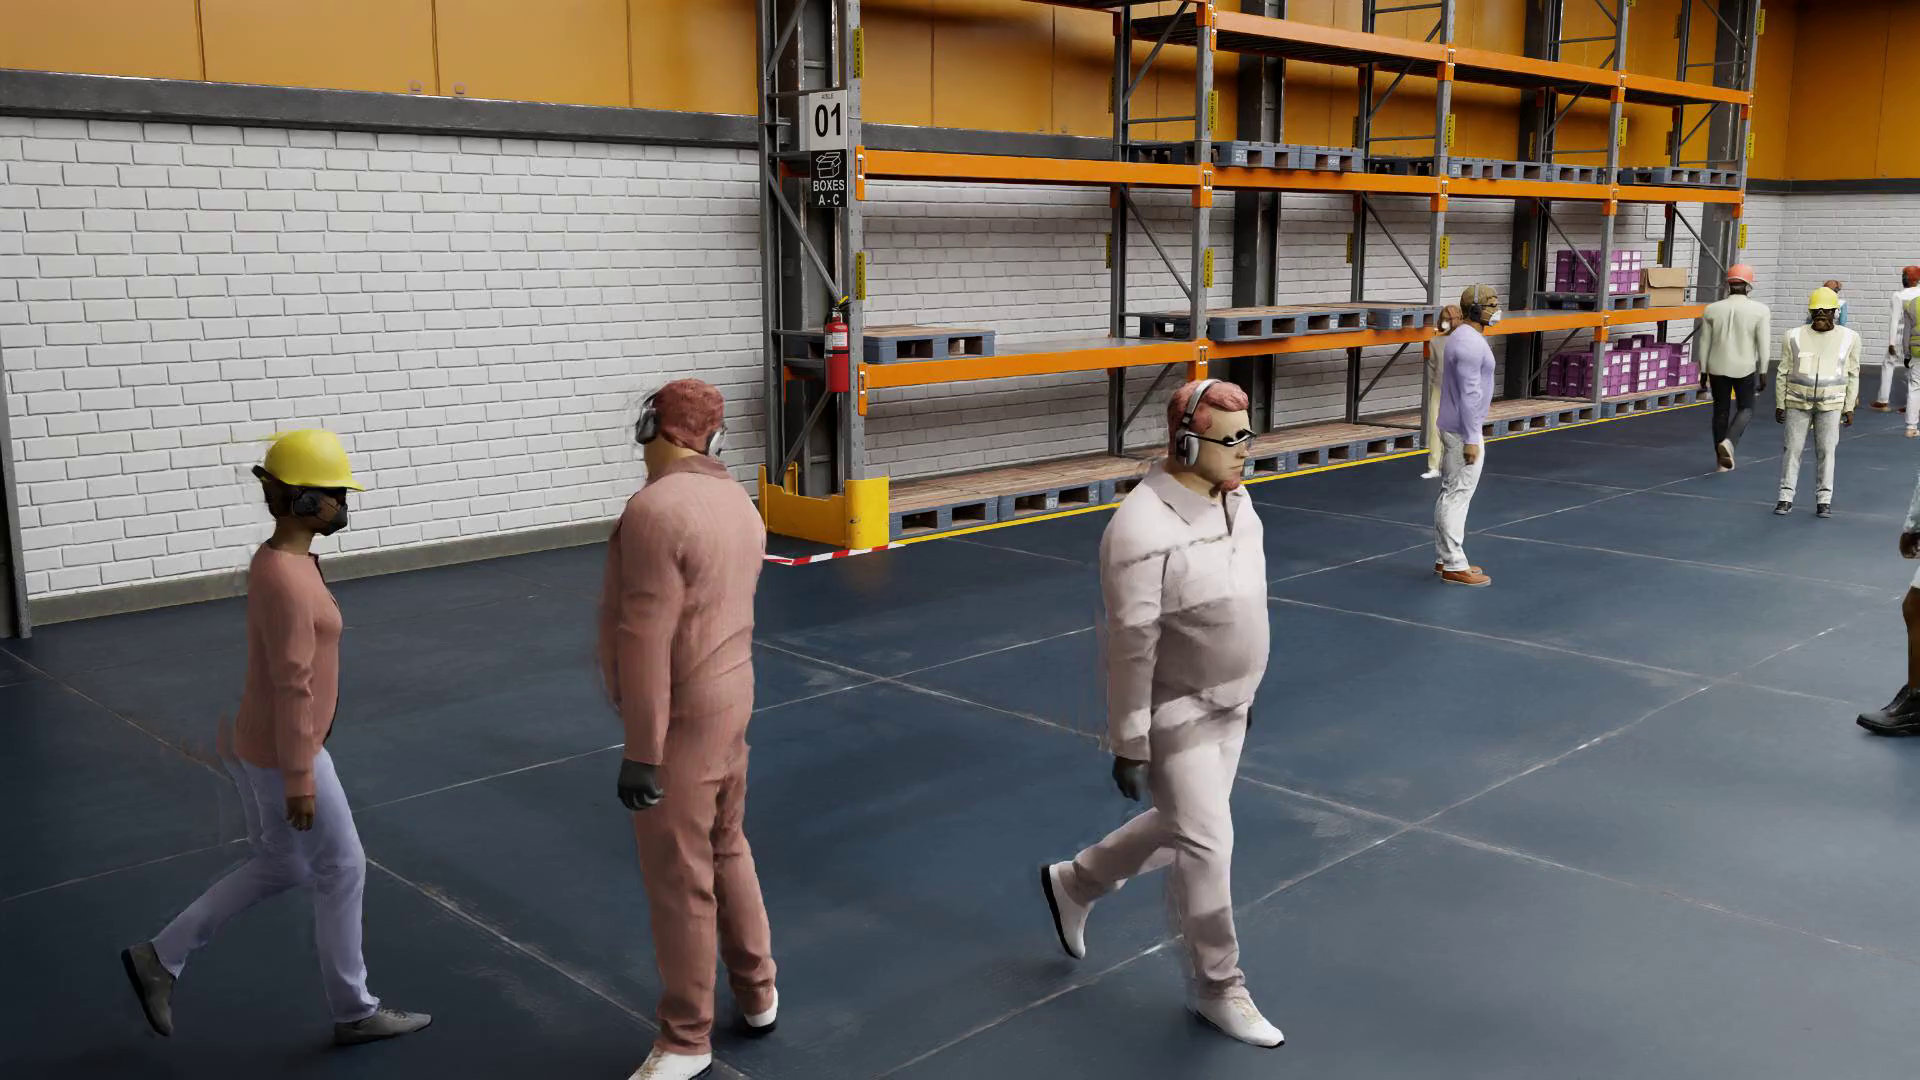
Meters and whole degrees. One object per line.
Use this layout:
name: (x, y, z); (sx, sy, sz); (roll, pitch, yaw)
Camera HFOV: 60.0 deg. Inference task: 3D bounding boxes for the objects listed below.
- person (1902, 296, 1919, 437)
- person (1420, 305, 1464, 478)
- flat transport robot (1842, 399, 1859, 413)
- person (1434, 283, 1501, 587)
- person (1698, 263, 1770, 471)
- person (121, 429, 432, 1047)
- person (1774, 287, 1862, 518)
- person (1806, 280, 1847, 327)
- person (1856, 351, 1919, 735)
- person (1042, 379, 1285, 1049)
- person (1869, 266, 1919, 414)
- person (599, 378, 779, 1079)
person: (10.783, -2.041, 18.434); (0.429, 1.839, 0.621); (-8, 13, -38)
person: (4.590, -1.385, 15.469); (0.503, 1.607, 0.686); (10, 14, 42)
flat transport robot: (11.163, -1.804, 21.409); (0.652, 0.197, 1.431); (6, 12, 31)
person: (3.266, -0.680, 10.730); (0.378, 1.940, 0.629); (2, 11, 11)
person: (7.275, -1.609, 15.679); (0.636, 1.980, 0.564); (8, 13, 38)
person: (-1.898, 0.566, 4.507); (0.715, 1.734, 0.554); (-5, 11, -24)
person: (6.827, -1.094, 13.280); (0.594, 1.832, 0.404); (5, 12, 27)
person: (12.115, -2.825, 23.291); (0.541, 1.629, 0.388); (9, 14, 41)
person: (4.340, -0.064, 7.437); (0.728, 1.909, 0.565); (2, 11, 11)
person: (0.561, 0.463, 4.711); (0.785, 1.870, 0.672); (8, 13, 37)
person: (11.919, -2.527, 21.037); (0.580, 1.860, 0.780); (-1, 10, -3)
person: (-0.755, 0.515, 4.445); (0.395, 1.864, 0.727); (2, 11, 12)
